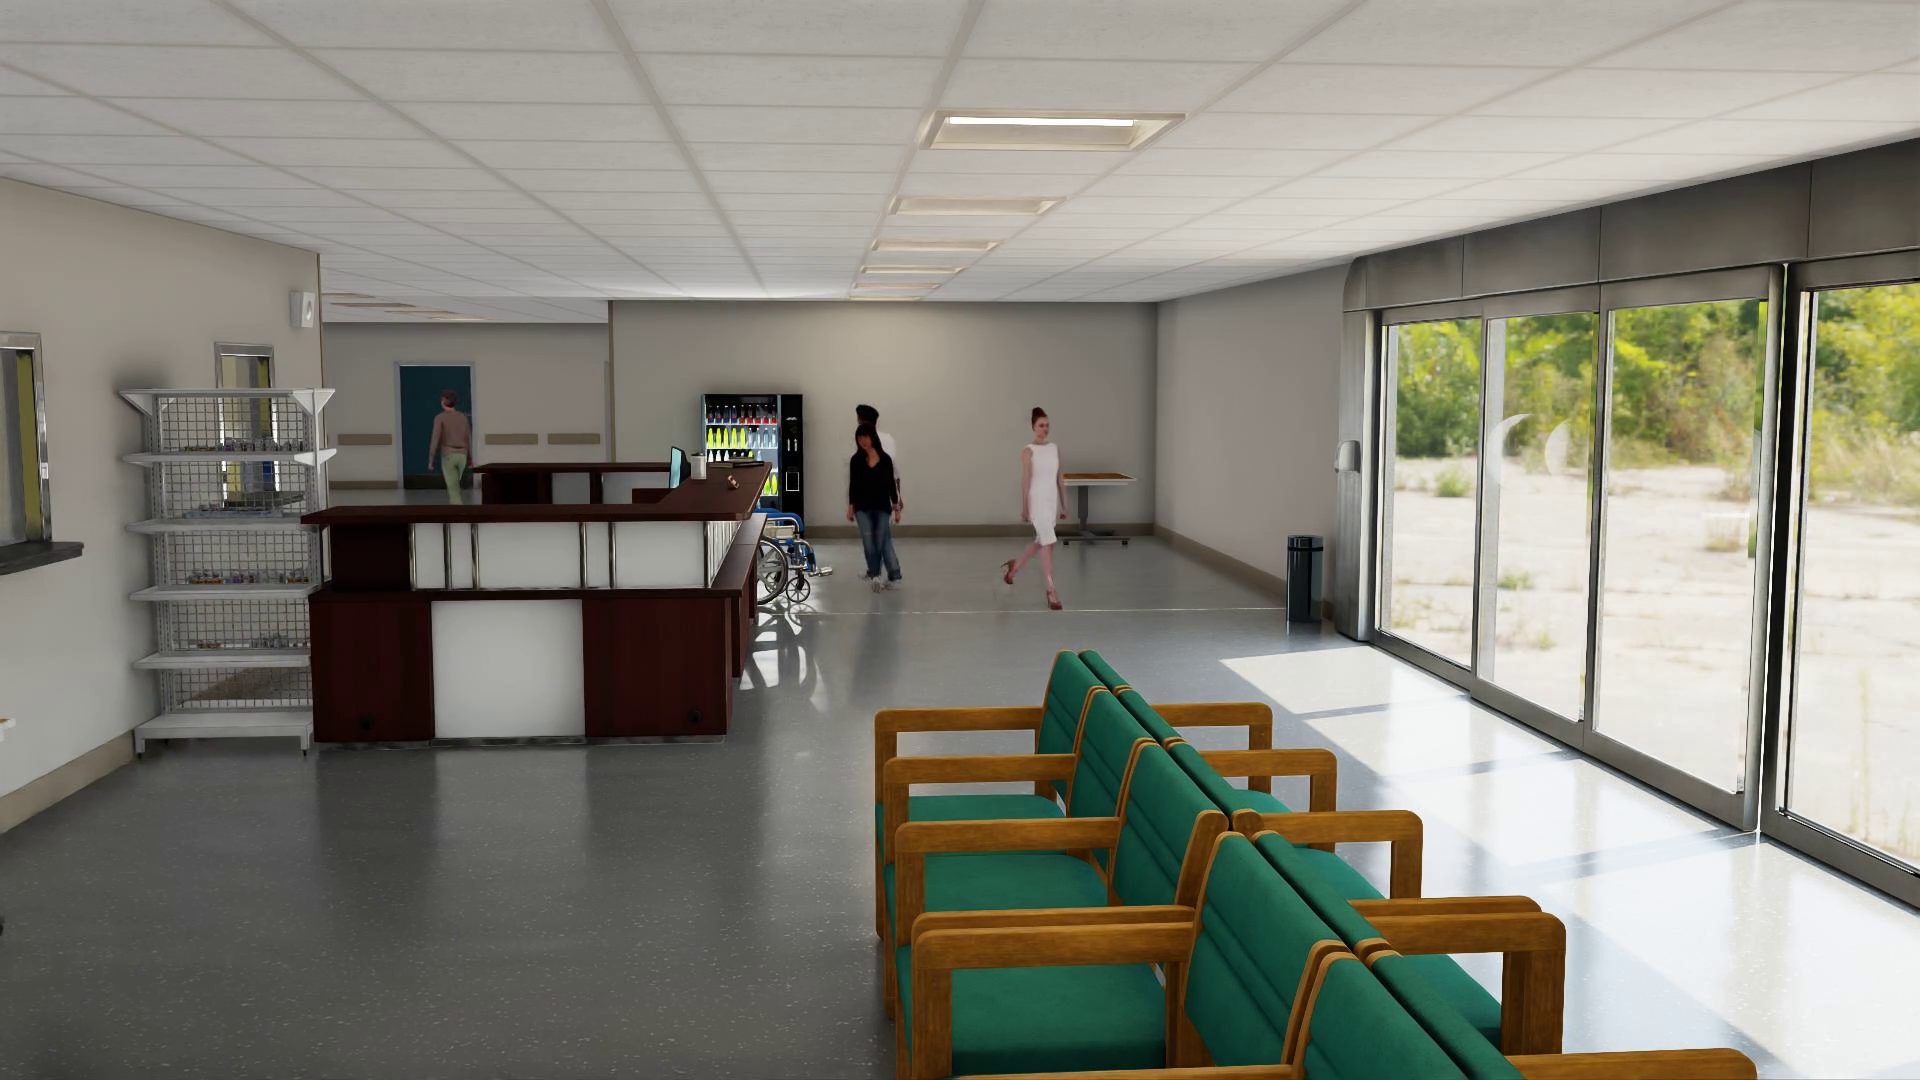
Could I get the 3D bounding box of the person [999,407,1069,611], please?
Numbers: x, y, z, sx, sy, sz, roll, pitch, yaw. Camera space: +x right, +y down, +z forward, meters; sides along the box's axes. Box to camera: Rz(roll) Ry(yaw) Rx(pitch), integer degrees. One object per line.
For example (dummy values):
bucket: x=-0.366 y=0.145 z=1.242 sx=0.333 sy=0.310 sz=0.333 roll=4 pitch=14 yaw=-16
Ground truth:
person: x=0.670 y=-0.264 z=14.705 sx=1.084 sy=1.765 sz=1.010 roll=-4 pitch=7 yaw=-37

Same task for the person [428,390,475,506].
person: x=-6.559 y=-1.013 z=21.707 sx=1.041 sy=1.854 sz=0.978 roll=5 pitch=7 yaw=38

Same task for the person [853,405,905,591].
person: x=-0.732 y=-0.390 z=15.963 sx=1.035 sy=1.764 sz=1.065 roll=-5 pitch=8 yaw=-42

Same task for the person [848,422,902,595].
person: x=-0.833 y=-0.280 z=15.716 sx=1.024 sy=1.594 sz=0.775 roll=-1 pitch=6 yaw=-13
